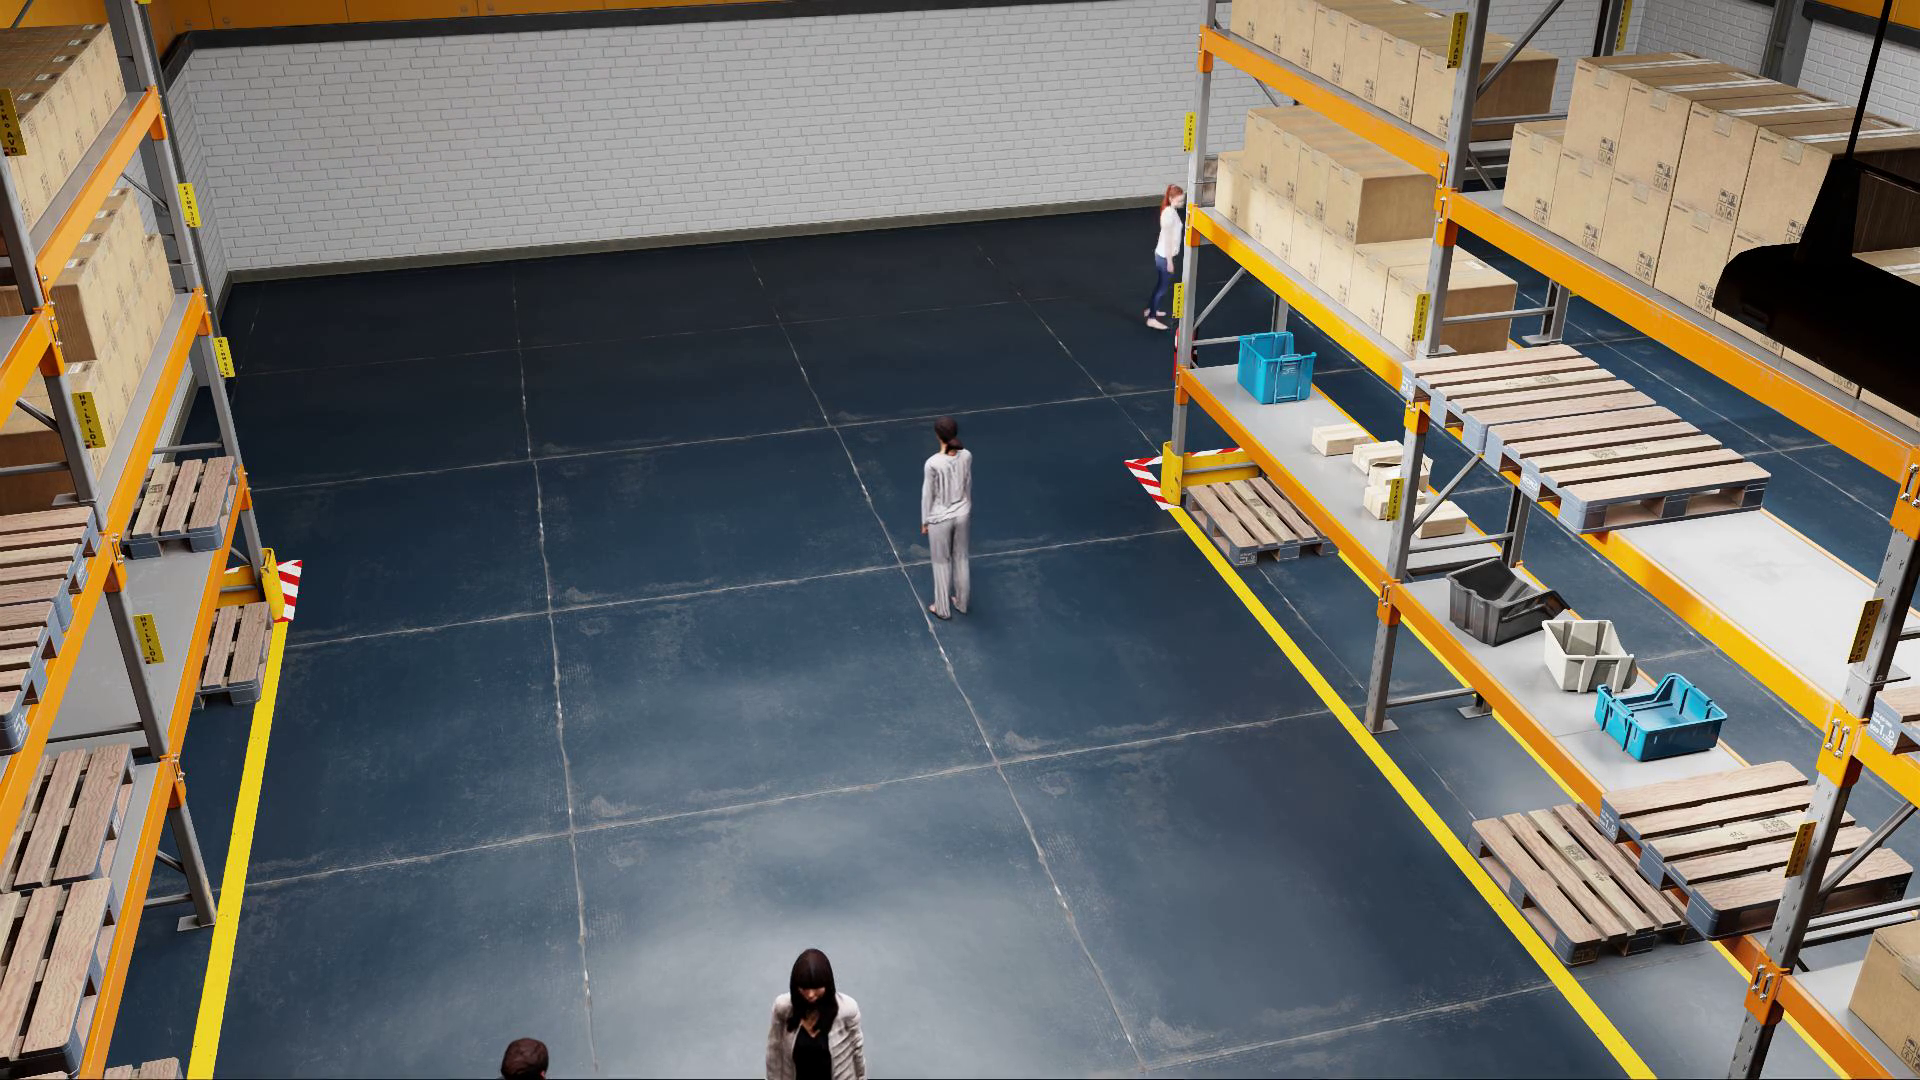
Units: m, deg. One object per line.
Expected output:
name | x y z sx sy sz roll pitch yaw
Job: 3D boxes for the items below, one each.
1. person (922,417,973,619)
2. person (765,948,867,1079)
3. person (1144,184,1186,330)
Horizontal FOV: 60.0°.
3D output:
person | -0.074 -0.174 13.377 0.626 1.772 0.593 -13 31 -22
person | -0.707 2.656 8.369 0.888 1.599 1.145 3 29 5
person | 2.300 -3.248 19.072 0.885 1.716 0.765 -1 29 -2
